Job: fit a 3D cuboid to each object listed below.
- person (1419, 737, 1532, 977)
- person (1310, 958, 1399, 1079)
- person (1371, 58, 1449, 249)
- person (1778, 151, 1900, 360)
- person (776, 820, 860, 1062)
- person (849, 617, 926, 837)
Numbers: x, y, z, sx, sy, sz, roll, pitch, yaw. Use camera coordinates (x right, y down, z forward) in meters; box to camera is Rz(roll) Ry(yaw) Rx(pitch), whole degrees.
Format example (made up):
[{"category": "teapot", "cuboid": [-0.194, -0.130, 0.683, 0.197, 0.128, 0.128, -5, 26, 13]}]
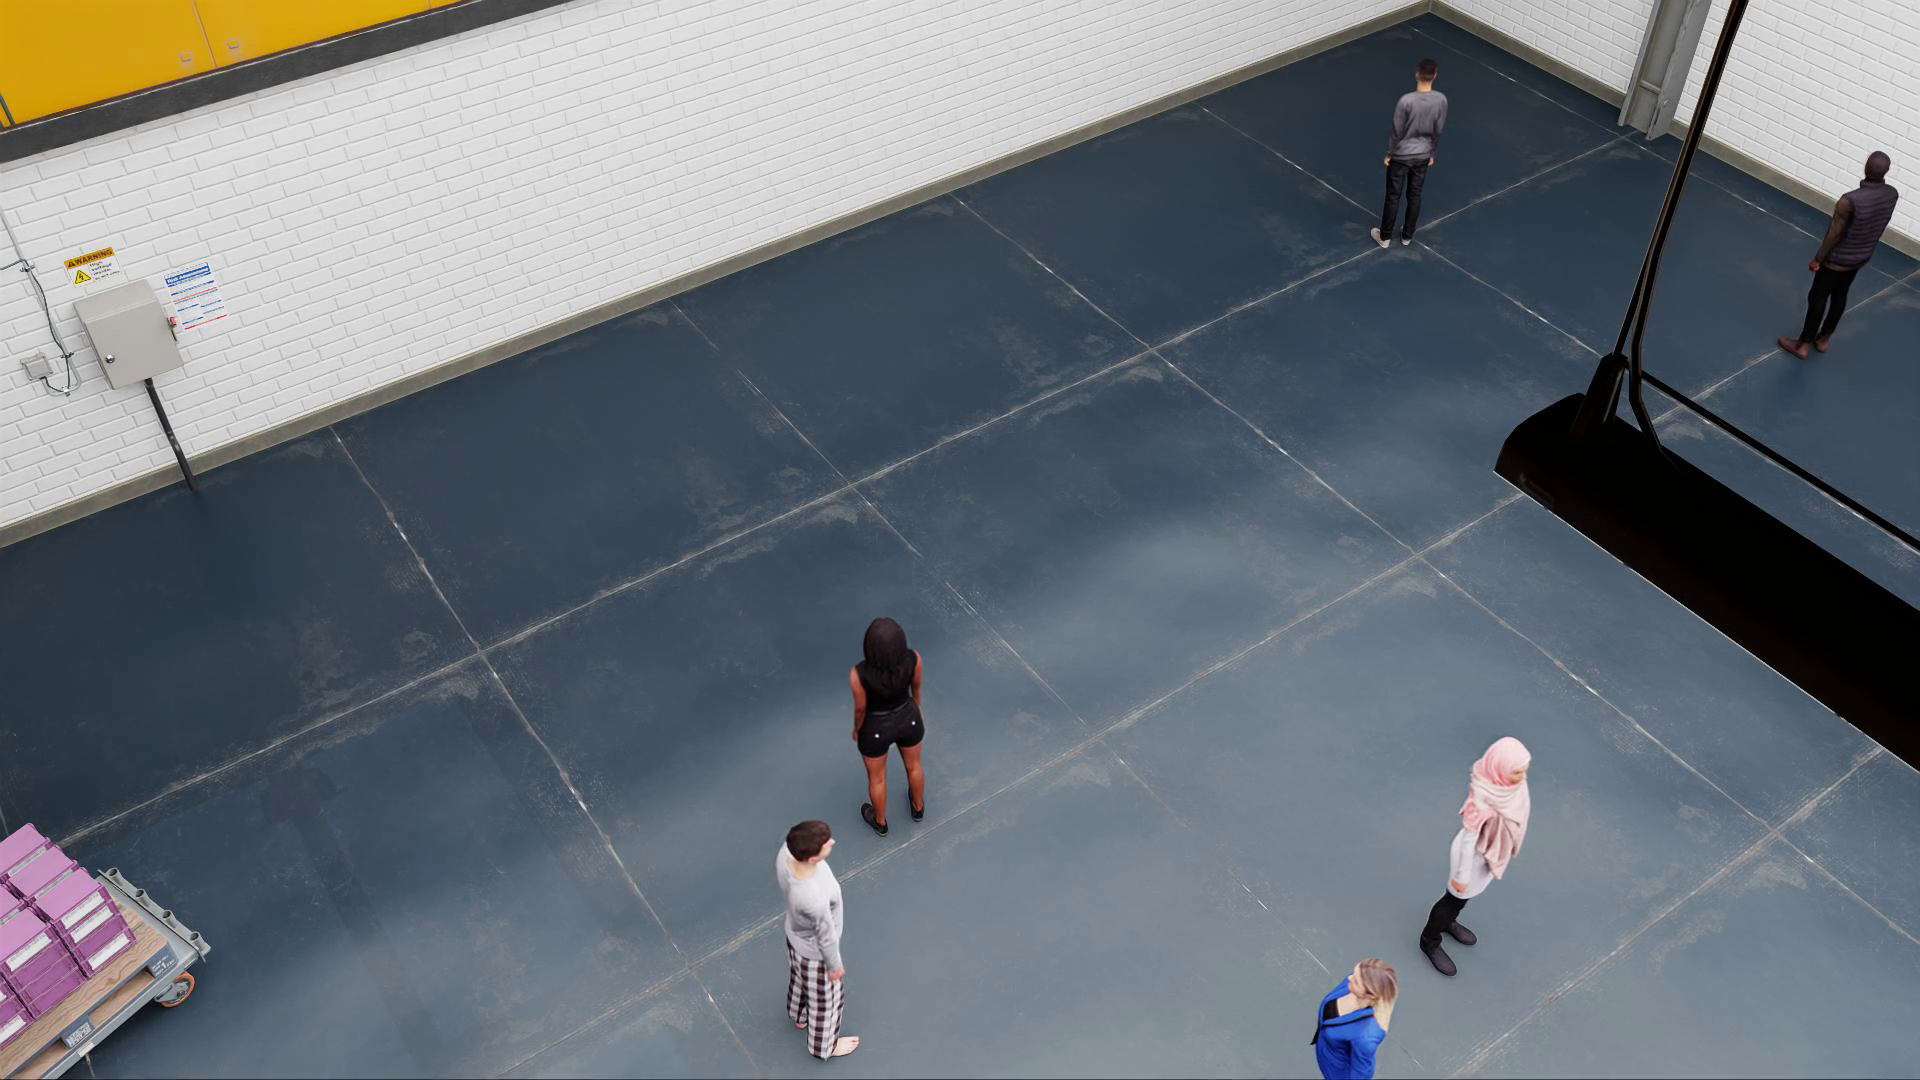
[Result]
[{"category": "person", "cuboid": [2.826, 1.699, 9.087, 0.673, 1.803, 0.695, 30, 51, 28]}, {"category": "person", "cuboid": [1.921, 2.584, 8.233, 0.765, 1.700, 0.690, 4, 44, 4]}, {"category": "person", "cuboid": [3.904, -3.343, 14.407, 0.699, 1.766, 0.702, -4, 44, -4]}, {"category": "person", "cuboid": [7.026, -2.256, 13.216, 0.752, 1.835, 0.679, -14, 45, -14]}, {"category": "person", "cuboid": [-0.767, 2.068, 8.668, 0.716, 1.847, 0.533, -19, 47, -19]}, {"category": "person", "cuboid": [-0.420, 1.090, 9.772, 0.633, 1.740, 0.562, -18, 46, -18]}]
